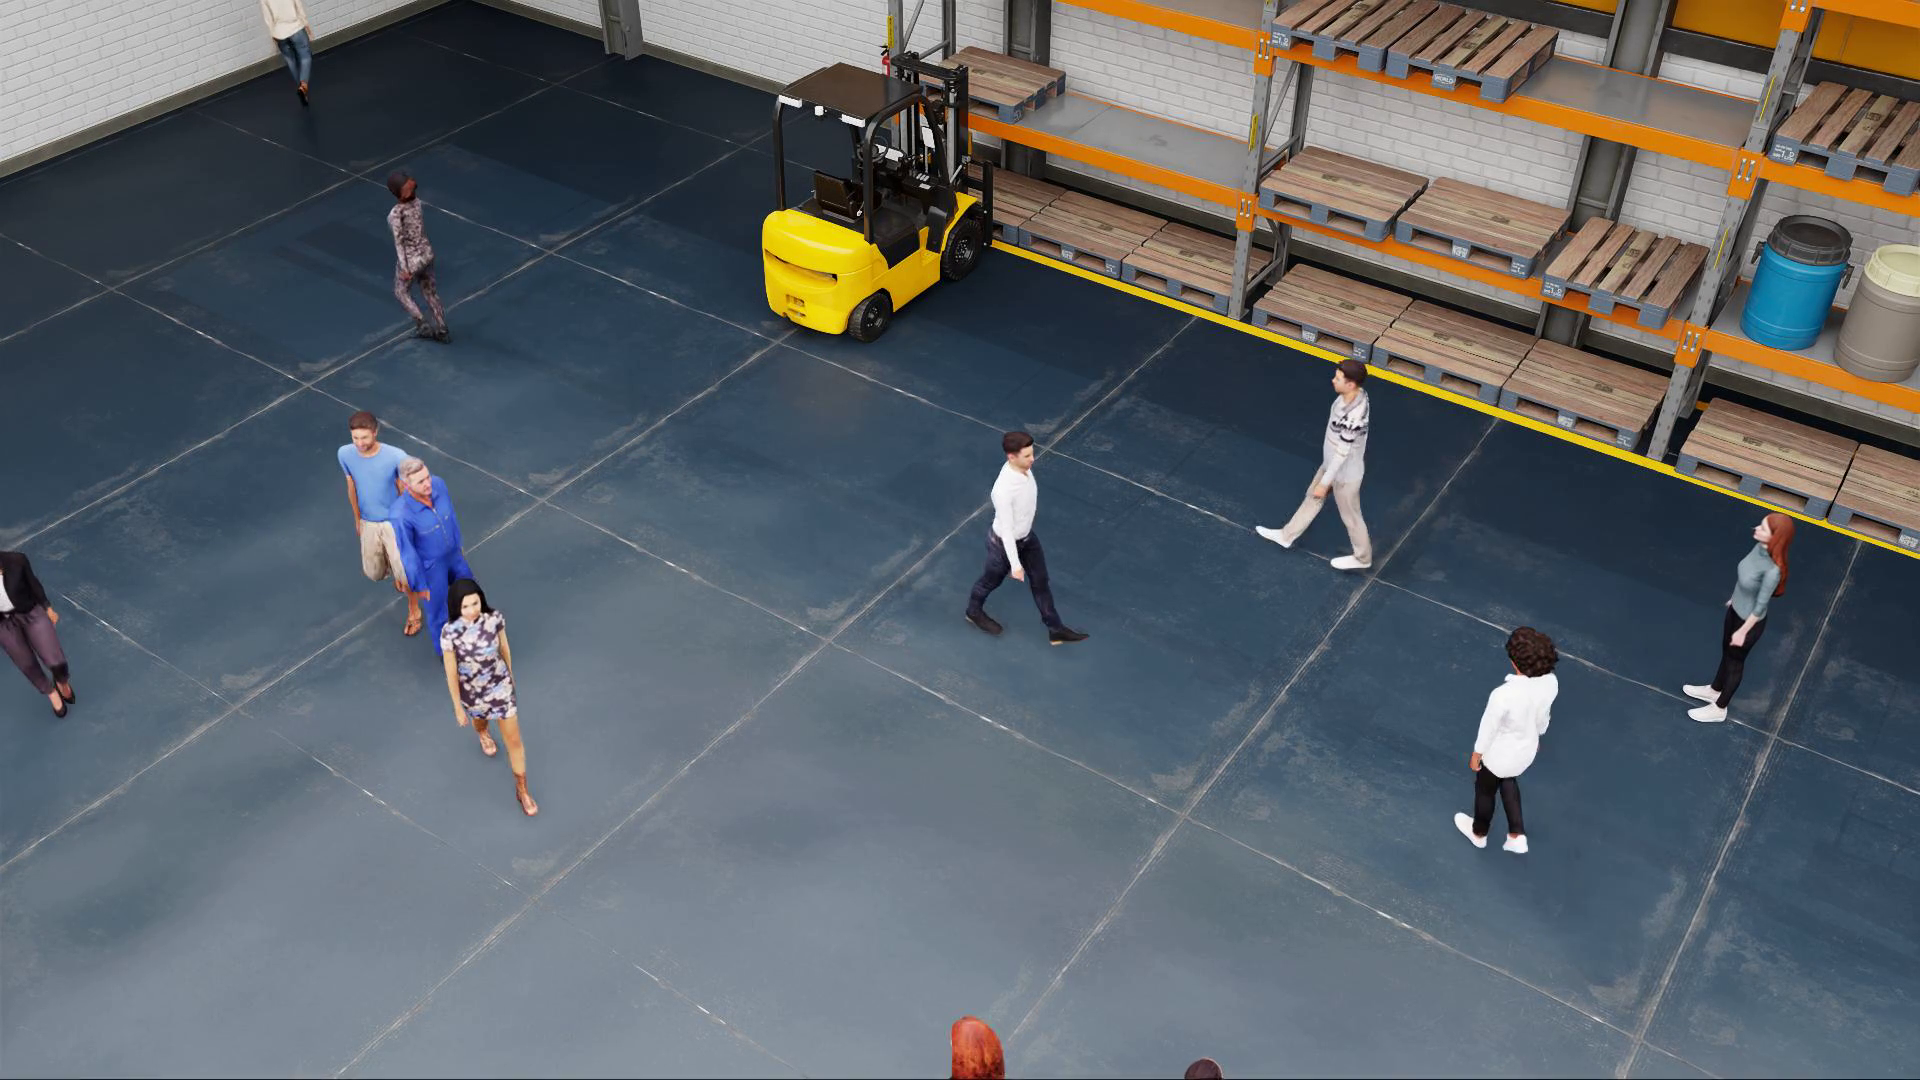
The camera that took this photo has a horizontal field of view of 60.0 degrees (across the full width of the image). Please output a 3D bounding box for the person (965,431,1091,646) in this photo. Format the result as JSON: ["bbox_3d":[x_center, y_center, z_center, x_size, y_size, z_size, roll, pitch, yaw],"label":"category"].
[{"bbox_3d":[0.282,-0.016,11.825,1.237,1.821,0.739,19,42,22],"label":"person"}]

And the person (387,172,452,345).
[{"bbox_3d":[-4.853,-2.507,15.039,0.692,1.702,0.648,15,41,18],"label":"person"}]

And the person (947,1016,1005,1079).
[{"bbox_3d":[0.110,2.999,8.096,0.658,1.762,0.633,-32,48,-33],"label":"person"}]

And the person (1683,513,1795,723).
[{"bbox_3d":[5.289,0.523,11.213,0.644,1.742,0.649,10,40,12],"label":"person"}]

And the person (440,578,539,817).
[{"bbox_3d":[-3.102,0.925,10.750,0.911,1.691,1.212,-21,43,-24],"label":"person"}]

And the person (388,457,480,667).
[{"bbox_3d":[-3.741,0.134,11.642,0.786,1.815,0.809,15,41,18],"label":"person"}]

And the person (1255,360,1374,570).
[{"bbox_3d":[2.953,-0.513,12.452,1.263,1.816,1.021,7,39,9],"label":"person"}]

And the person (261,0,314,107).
[{"bbox_3d":[-7.749,-5.830,19.234,0.988,1.660,1.039,-6,39,-8],"label":"person"}]

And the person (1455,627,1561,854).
[{"bbox_3d":[3.415,1.304,10.190,0.864,1.798,0.943,-13,41,-16],"label":"person"}]

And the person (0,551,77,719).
[{"bbox_3d":[-6.376,0.529,11.270,0.706,1.662,0.705,-20,43,-24],"label":"person"}]

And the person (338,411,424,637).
[{"bbox_3d":[-4.141,-0.207,12.041,0.945,1.850,0.963,1,39,1],"label":"person"}]
